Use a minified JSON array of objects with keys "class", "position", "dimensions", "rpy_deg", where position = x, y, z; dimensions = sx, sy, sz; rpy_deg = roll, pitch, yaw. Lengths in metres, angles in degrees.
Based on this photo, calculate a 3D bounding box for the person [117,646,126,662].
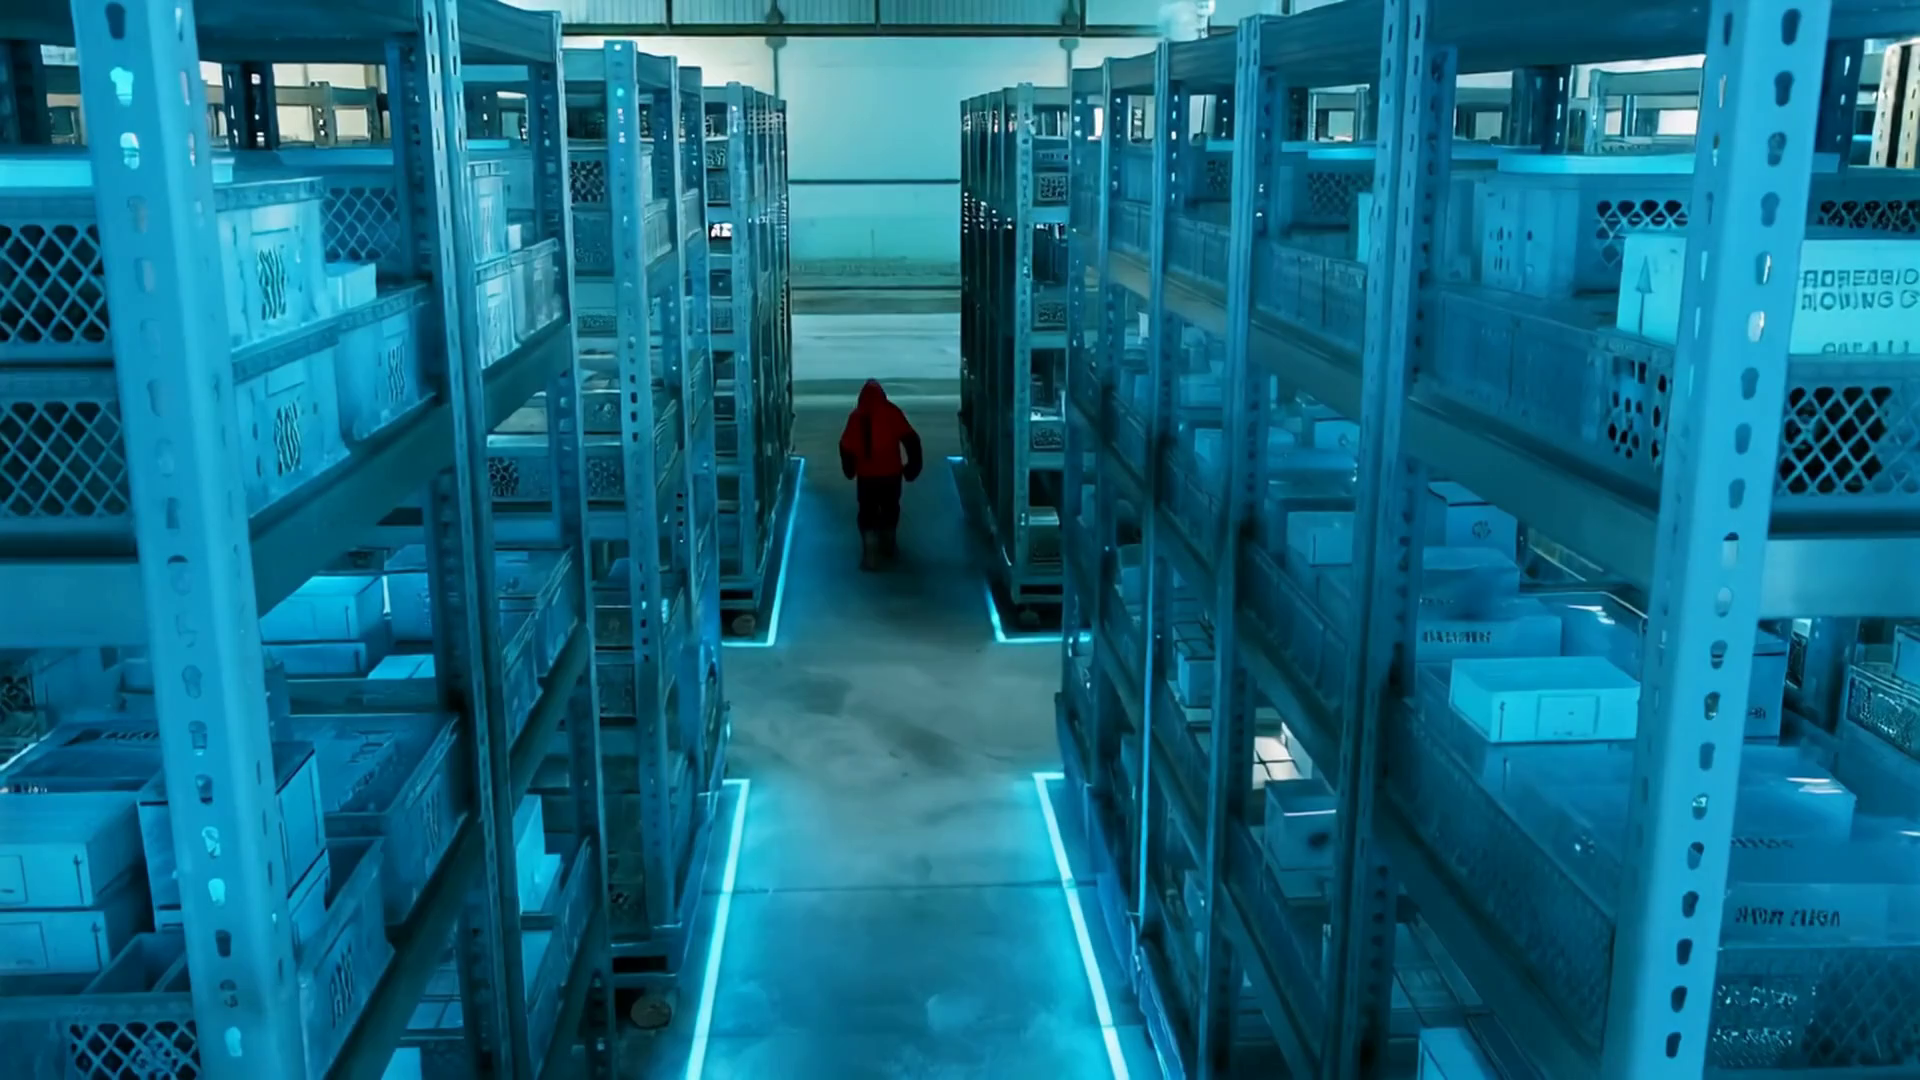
[{"class":"person","position":[-4.629,0.165,9.393],"dimensions":[0.812,1.803,0.593],"rpy_deg":[1,14,5]}]
